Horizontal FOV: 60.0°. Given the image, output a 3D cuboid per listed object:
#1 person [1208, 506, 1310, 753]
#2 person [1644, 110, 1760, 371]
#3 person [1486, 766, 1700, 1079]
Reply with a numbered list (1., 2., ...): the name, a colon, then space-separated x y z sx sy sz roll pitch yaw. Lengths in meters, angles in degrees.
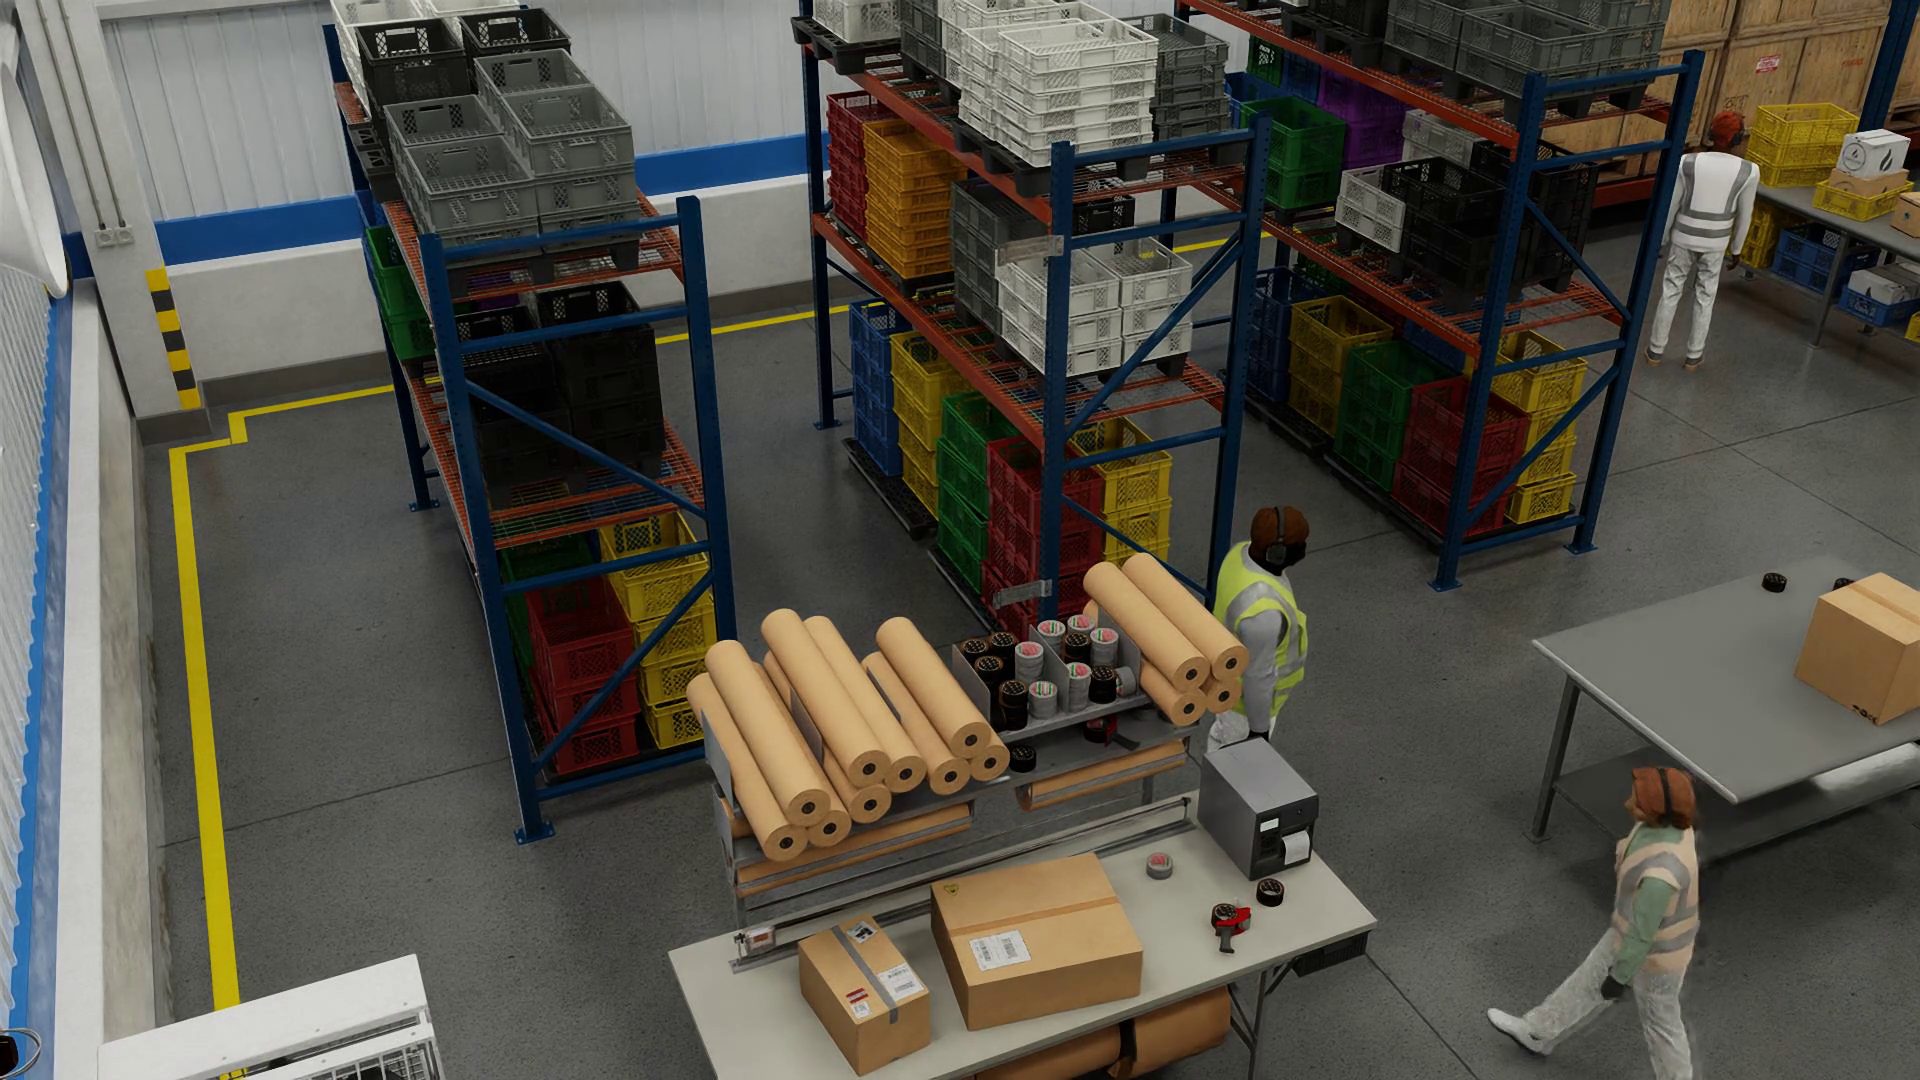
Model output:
1. person: 1.306 0.653 7.409 0.430 1.837 0.629 0 32 1
2. person: 5.276 -2.124 11.865 0.584 1.884 0.337 13 34 20
3. person: 2.521 1.499 6.255 0.833 1.586 0.523 11 33 18
